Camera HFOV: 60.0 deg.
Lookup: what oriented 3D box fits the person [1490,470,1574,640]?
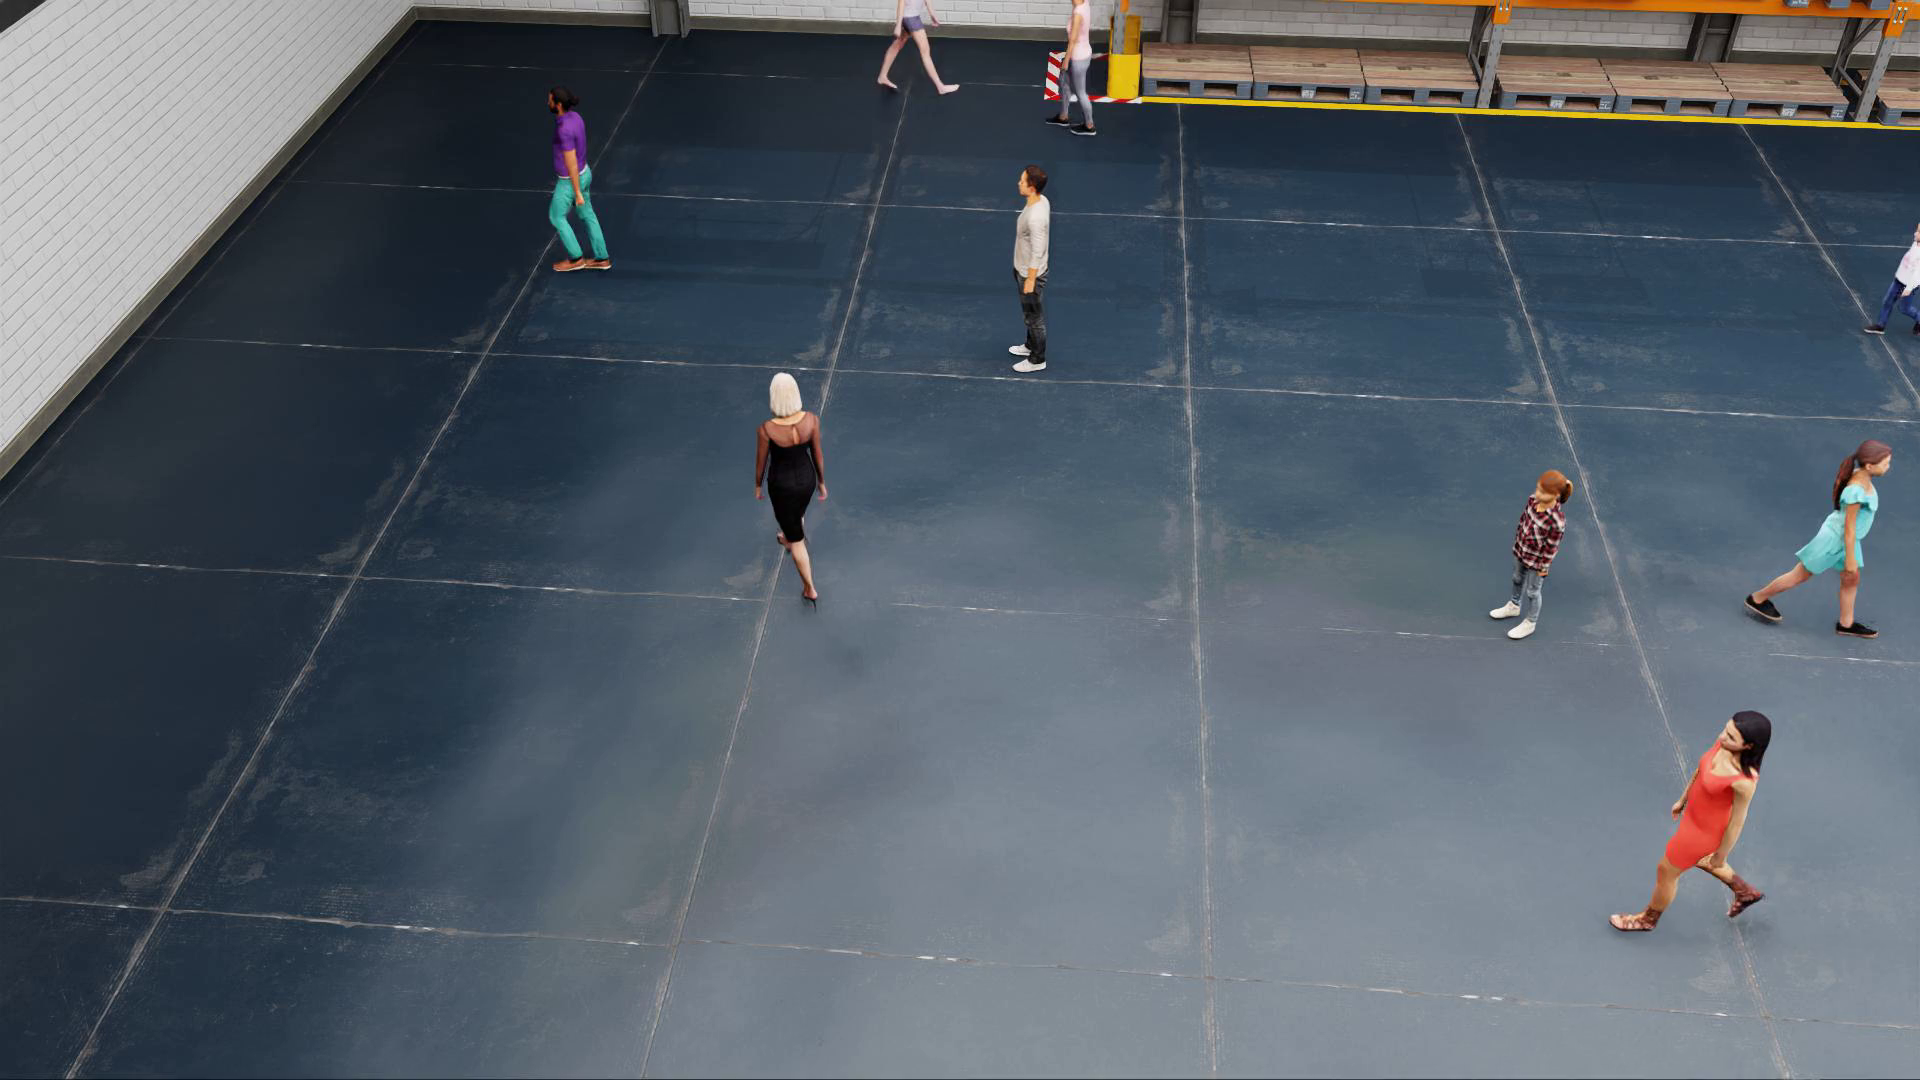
[{"bbox_3d":[3.852,0.070,11.118,0.601,1.304,0.591,-12,40,-14],"label":"person"}]

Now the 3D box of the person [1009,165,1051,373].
[{"bbox_3d":[0.597,-2.217,13.575,0.555,1.811,0.682,0,39,0],"label":"person"}]

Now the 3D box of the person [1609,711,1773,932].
[{"bbox_3d":[4.097,1.541,8.962,1.009,1.695,0.605,3,39,4],"label":"person"}]

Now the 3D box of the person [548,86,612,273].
[{"bbox_3d":[-3.354,-3.198,14.852,0.728,1.750,0.632,2,39,2],"label":"person"}]

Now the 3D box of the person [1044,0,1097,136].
[{"bbox_3d":[1.304,-4.949,17.085,0.820,1.700,0.624,9,39,11],"label":"person"}]

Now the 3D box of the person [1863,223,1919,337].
[{"bbox_3d":[8.114,-2.206,14.135,0.709,1.094,0.458,2,39,2],"label":"person"}]

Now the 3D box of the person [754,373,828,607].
[{"bbox_3d":[-1.115,-0.295,11.263,1.093,1.694,1.026,-17,42,-20],"label":"person"}]

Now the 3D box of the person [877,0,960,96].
[{"bbox_3d":[-0.620,-5.631,17.929,1.219,1.712,0.684,10,40,12],"label":"person"}]

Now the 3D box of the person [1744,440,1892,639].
[{"bbox_3d":[5.733,-0.005,11.038,1.130,1.521,0.885,22,43,25],"label":"person"}]
